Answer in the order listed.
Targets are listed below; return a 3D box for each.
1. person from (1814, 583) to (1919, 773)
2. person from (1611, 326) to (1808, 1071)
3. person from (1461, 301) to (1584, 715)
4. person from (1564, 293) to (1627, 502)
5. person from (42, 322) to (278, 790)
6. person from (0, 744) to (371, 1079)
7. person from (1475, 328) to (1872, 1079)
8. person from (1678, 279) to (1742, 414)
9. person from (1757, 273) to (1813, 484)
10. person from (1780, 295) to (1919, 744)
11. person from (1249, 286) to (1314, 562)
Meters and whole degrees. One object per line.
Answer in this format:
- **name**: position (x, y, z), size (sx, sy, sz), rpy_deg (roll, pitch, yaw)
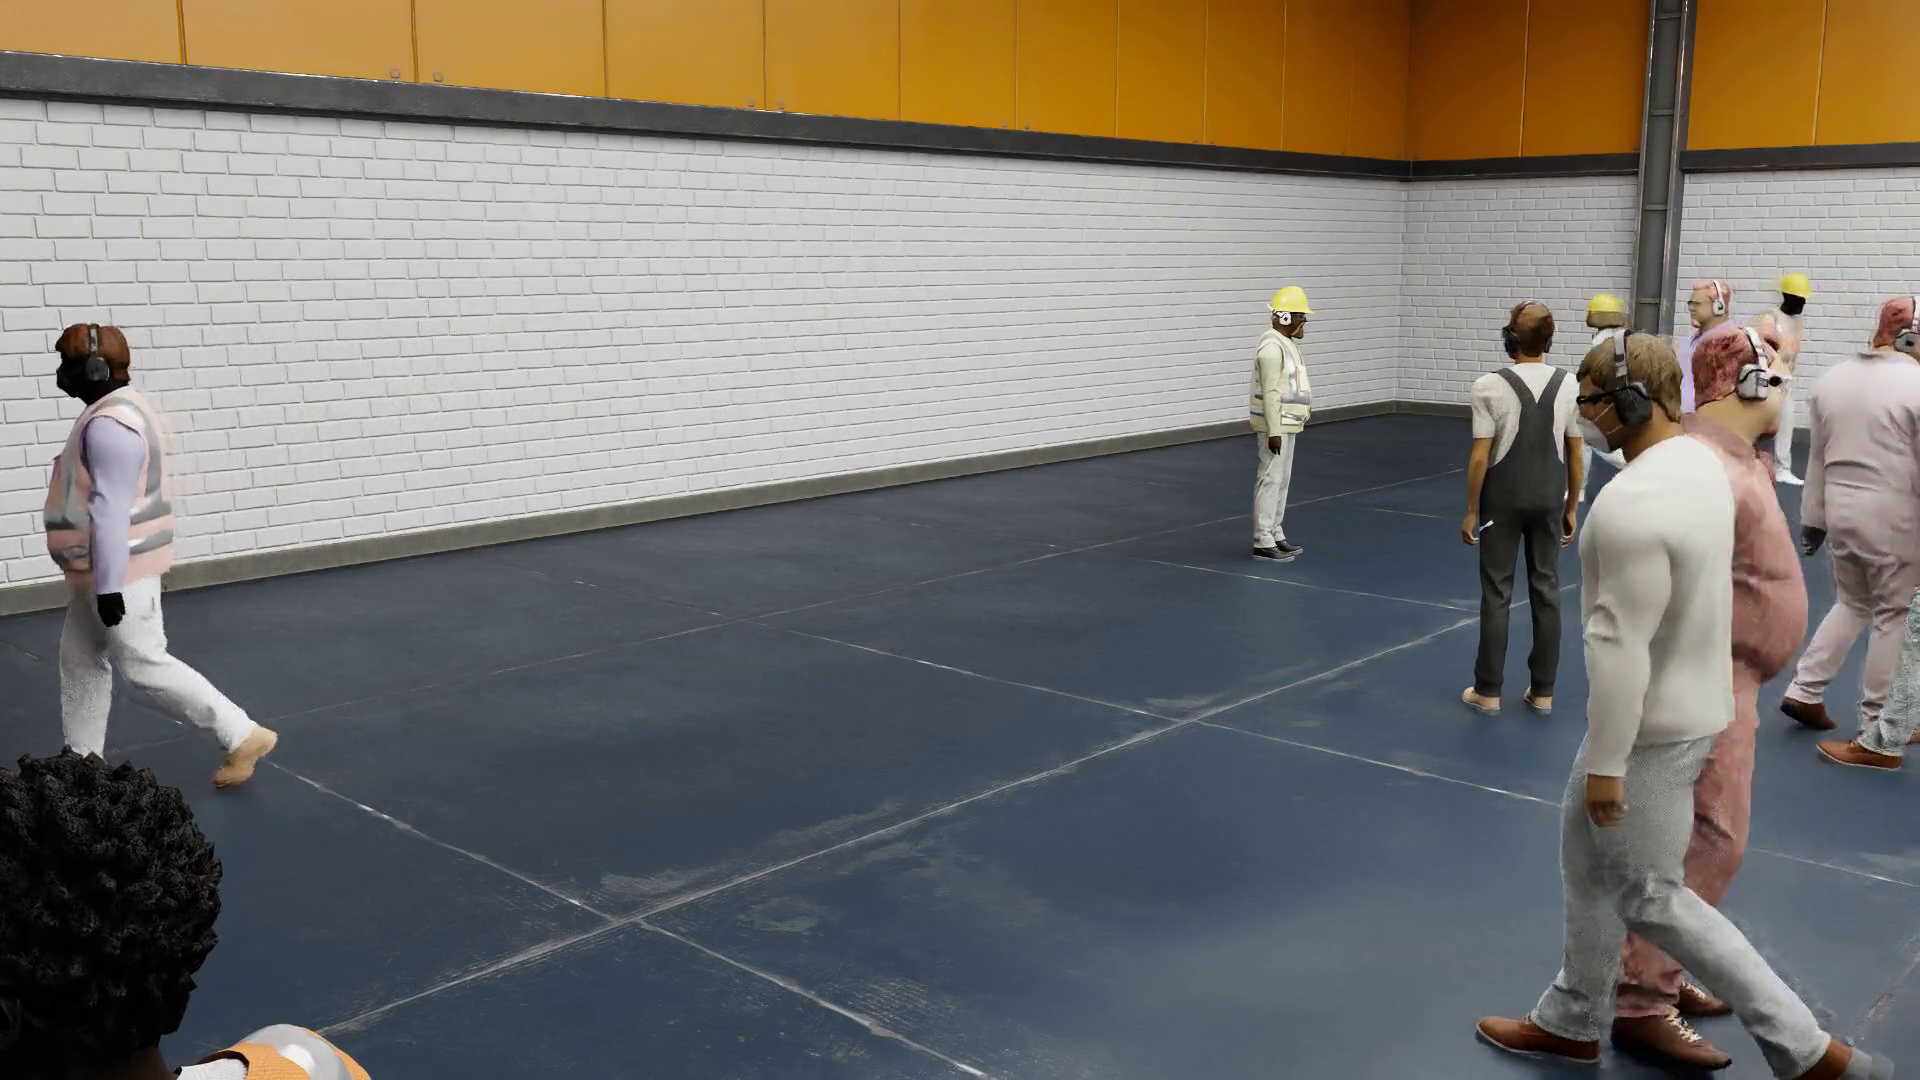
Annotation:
- **person**: position (3.992, 0.040, 6.367), size (1.058, 1.879, 0.620), rpy_deg (6, 11, 29)
- **person**: position (1.976, 0.390, 4.350), size (0.403, 1.875, 0.735), rpy_deg (5, 11, 25)
- **person**: position (2.494, -0.132, 7.390), size (0.513, 1.846, 0.340), rpy_deg (0, 10, 0)
- **person**: position (5.231, -1.124, 13.405), size (0.762, 1.717, 0.489), rpy_deg (5, 11, 28)
- **person**: position (-3.082, 0.093, 6.211), size (0.875, 1.811, 0.630), rpy_deg (-5, 11, -25)
- **person**: position (-0.659, 0.998, 1.396), size (0.320, 1.694, 0.531), rpy_deg (3, 10, 17)
- **person**: position (1.717, 0.457, 3.925), size (0.857, 1.901, 0.638), rpy_deg (7, 12, 34)
- **person**: position (4.492, -0.633, 10.106), size (0.430, 1.891, 0.655), rpy_deg (1, 10, 5)
- **person**: position (7.177, -1.454, 14.897), size (0.600, 1.871, 0.892), rpy_deg (-5, 11, -27)
- **person**: position (3.850, -0.063, 6.894), size (0.475, 1.890, 0.678), rpy_deg (-2, 10, -13)
- **person**: position (2.140, -0.771, 11.103), size (0.403, 1.825, 0.596), rpy_deg (4, 11, 22)
